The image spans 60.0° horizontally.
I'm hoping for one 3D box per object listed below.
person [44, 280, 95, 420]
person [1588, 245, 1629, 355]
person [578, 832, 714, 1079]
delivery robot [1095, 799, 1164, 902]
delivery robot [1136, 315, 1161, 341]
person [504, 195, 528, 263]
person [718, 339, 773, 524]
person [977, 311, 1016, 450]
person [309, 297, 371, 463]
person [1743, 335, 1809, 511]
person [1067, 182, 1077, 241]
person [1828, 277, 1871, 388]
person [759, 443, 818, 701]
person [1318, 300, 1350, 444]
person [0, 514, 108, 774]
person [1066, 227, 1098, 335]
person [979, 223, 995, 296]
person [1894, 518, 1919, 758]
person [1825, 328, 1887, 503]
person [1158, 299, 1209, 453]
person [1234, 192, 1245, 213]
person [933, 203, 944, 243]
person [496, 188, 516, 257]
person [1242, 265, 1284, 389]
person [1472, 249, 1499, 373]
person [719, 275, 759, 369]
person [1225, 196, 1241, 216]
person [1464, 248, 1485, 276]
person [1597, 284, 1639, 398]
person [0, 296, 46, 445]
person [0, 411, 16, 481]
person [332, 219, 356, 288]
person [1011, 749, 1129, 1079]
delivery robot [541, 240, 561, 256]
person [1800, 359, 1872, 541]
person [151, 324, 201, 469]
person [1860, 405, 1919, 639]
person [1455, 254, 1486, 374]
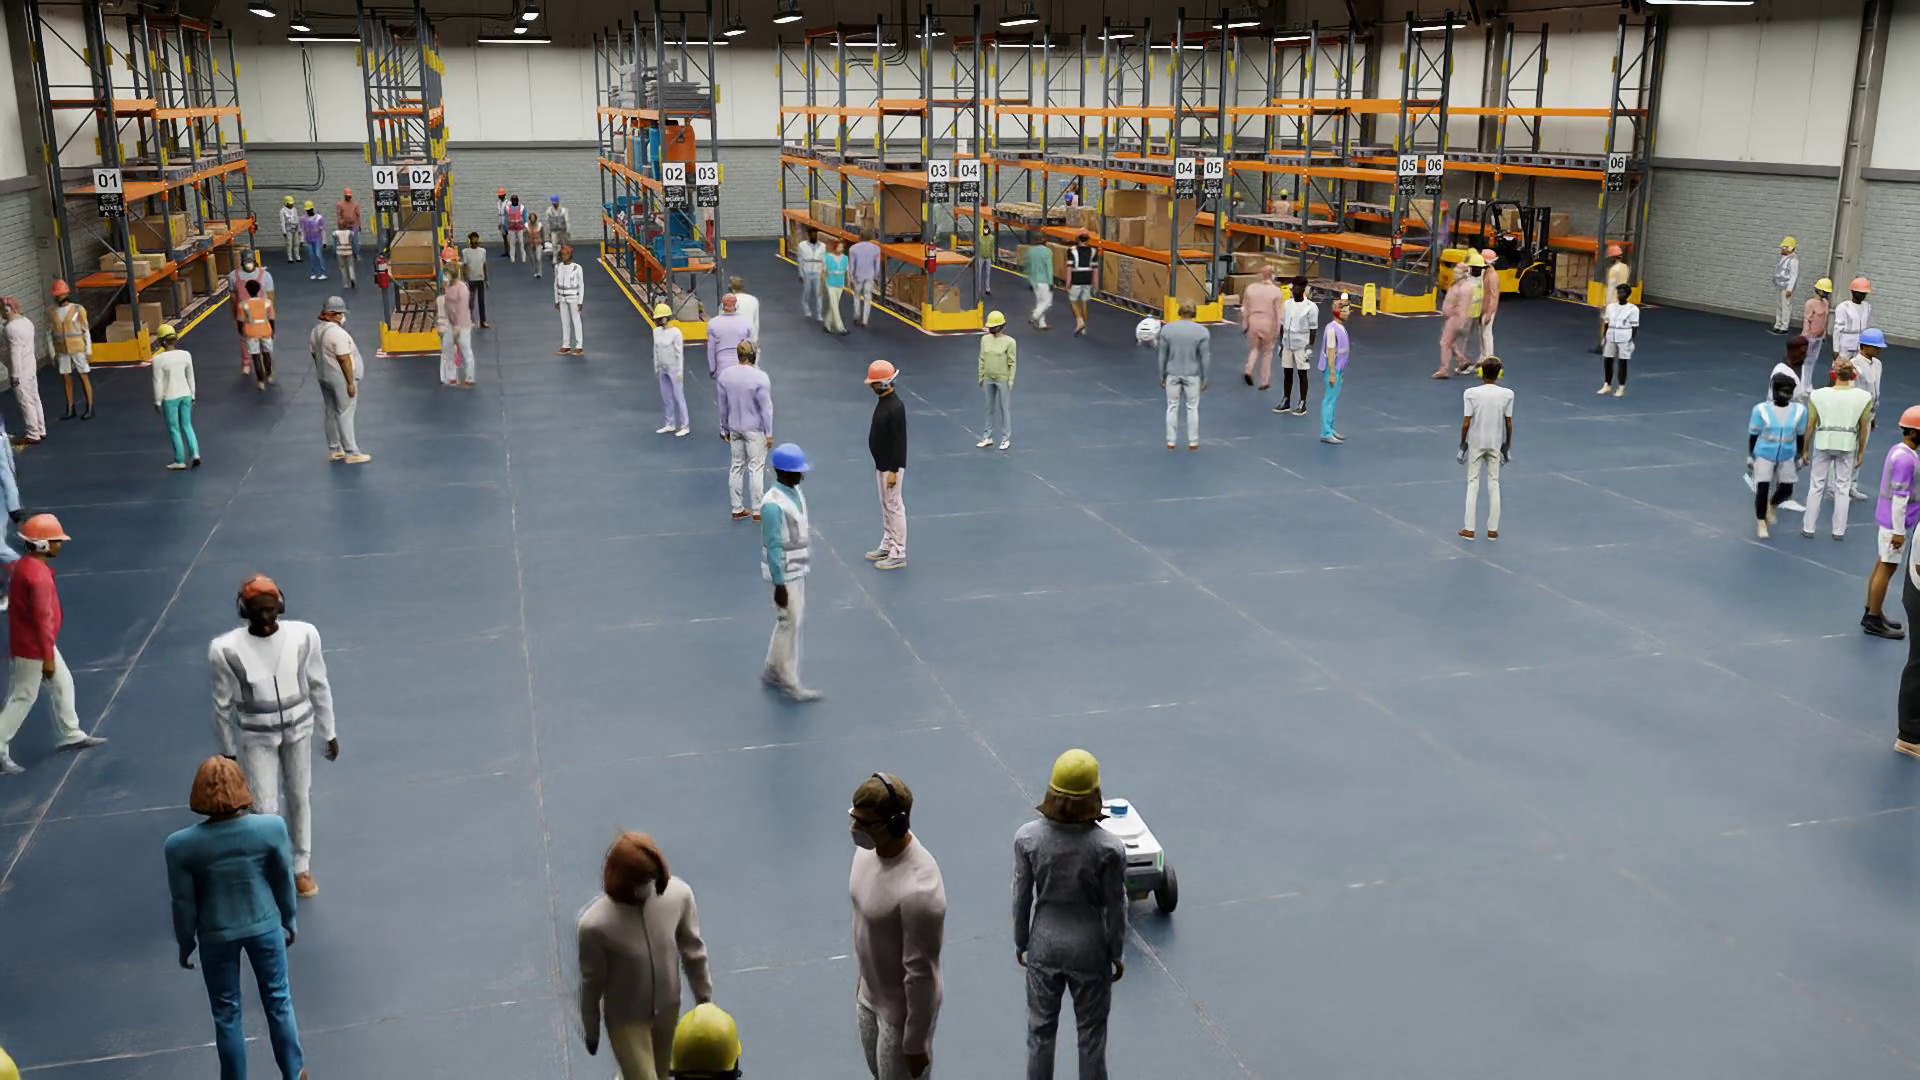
[{"bbox_3d":[-12.343,-2.629,23.037,0.577,1.934,0.405,-2,15,-6],"label":"person"},{"bbox_3d":[11.327,-4.148,28.835,0.566,1.910,0.449,-12,19,-39],"label":"person"},{"bbox_3d":[-1.294,1.880,6.695,0.499,1.600,0.783,-12,19,-39],"label":"person"},{"bbox_3d":[0.880,1.684,9.267,0.477,0.478,0.707,-3,15,-10],"label":"delivery robot"},{"bbox_3d":[3.397,-3.807,29.929,0.477,0.478,0.707,4,15,16],"label":"delivery robot"},{"bbox_3d":[-12.024,-8.430,45.070,0.617,1.835,0.431,-3,15,-10],"label":"person"},{"bbox_3d":[-2.225,-1.138,17.413,0.635,1.937,0.352,8,17,28],"label":"person"},{"bbox_3d":[0.457,-2.027,21.110,0.523,1.760,0.328,9,17,30],"label":"person"},{"bbox_3d":[-7.567,-1.970,20.350,0.672,2.000,0.536,12,19,38],"label":"person"},{"bbox_3d":[8.942,-1.293,18.076,0.645,1.896,0.801,-13,20,-40],"label":"person"},{"bbox_3d":[3.535,-10.171,51.585,0.325,1.843,0.516,-5,16,-18],"label":"person"},{"bbox_3d":[12.521,-2.718,23.362,0.552,1.935,0.374,-4,16,-16],"label":"person"},{"bbox_3d":[-1.291,0.234,12.312,0.495,1.947,0.626,3,15,11],"label":"person"},{"bbox_3d":[4.837,-2.182,21.520,0.390,1.847,0.563,6,16,21],"label":"person"},{"bbox_3d":[-6.203,0.684,11.044,0.760,1.701,0.582,-9,17,-31],"label":"person"},{"bbox_3d":[2.293,-4.854,31.262,0.641,2.013,0.628,-5,16,-17],"label":"person"},{"bbox_3d":[0.554,-6.339,37.568,0.499,1.634,0.279,-6,16,-20],"label":"person"},{"bbox_3d":[6.665,0.454,11.228,0.537,2.000,0.679,11,18,35],"label":"person"},{"bbox_3d":[9.870,-1.364,18.275,0.601,1.939,0.409,-10,18,-32],"label":"person"},{"bbox_3d":[2.798,-2.051,20.876,0.643,1.931,0.382,4,15,14],"label":"person"},{"bbox_3d":[8.016,-9.255,48.404,0.497,1.693,0.801,-10,18,-33],"label":"person"},{"bbox_3d":[-0.745,-10.024,51.261,0.427,1.727,0.498,-14,20,-42],"label":"person"},{"bbox_3d":[-12.767,-8.888,46.611,0.543,1.928,0.402,10,18,34],"label":"person"},{"bbox_3d":[4.646,-3.247,25.439,0.681,1.890,0.436,11,18,35],"label":"person"},{"bbox_3d":[8.536,-3.721,27.029,0.388,1.990,0.625,2,15,6],"label":"person"},{"bbox_3d":[-3.127,-2.843,23.906,0.641,1.914,0.910,-9,17,-31],"label":"person"},{"bbox_3d":[7.837,-9.035,47.720,0.501,1.631,0.285,-4,16,-16],"label":"person"},{"bbox_3d":[9.321,-4.486,30.469,0.502,1.684,0.915,3,15,11],"label":"person"},{"bbox_3d":[9.835,-2.972,24.795,0.352,1.691,0.580,-12,19,-38],"label":"person"},{"bbox_3d":[-12.114,-2.183,21.412,0.402,1.904,0.652,-3,15,-12],"label":"person"},{"bbox_3d":[-9.324,-0.687,15.780,0.637,1.896,0.589,-3,15,-12],"label":"person"},{"bbox_3d":[-14.413,-6.700,38.942,0.525,1.624,0.365,-7,16,-24],"label":"person"},{"bbox_3d":[0.468,1.715,7.054,0.493,1.742,0.322,4,15,15],"label":"person"},{"bbox_3d":[-11.348,-8.022,45.791,0.707,0.478,0.477,-8,17,-26],"label":"delivery robot"},{"bbox_3d":[8.778,-0.897,16.715,0.561,1.836,0.388,6,16,21],"label":"person"},{"bbox_3d":[-9.384,-1.700,19.887,0.381,1.760,0.528,8,17,28],"label":"person"},{"bbox_3d":[7.766,-0.157,13.726,0.377,1.936,0.549,7,17,26],"label":"person"},{"bbox_3d":[8.285,-3.656,26.909,0.594,1.925,0.369,-12,19,-38],"label":"person"}]
